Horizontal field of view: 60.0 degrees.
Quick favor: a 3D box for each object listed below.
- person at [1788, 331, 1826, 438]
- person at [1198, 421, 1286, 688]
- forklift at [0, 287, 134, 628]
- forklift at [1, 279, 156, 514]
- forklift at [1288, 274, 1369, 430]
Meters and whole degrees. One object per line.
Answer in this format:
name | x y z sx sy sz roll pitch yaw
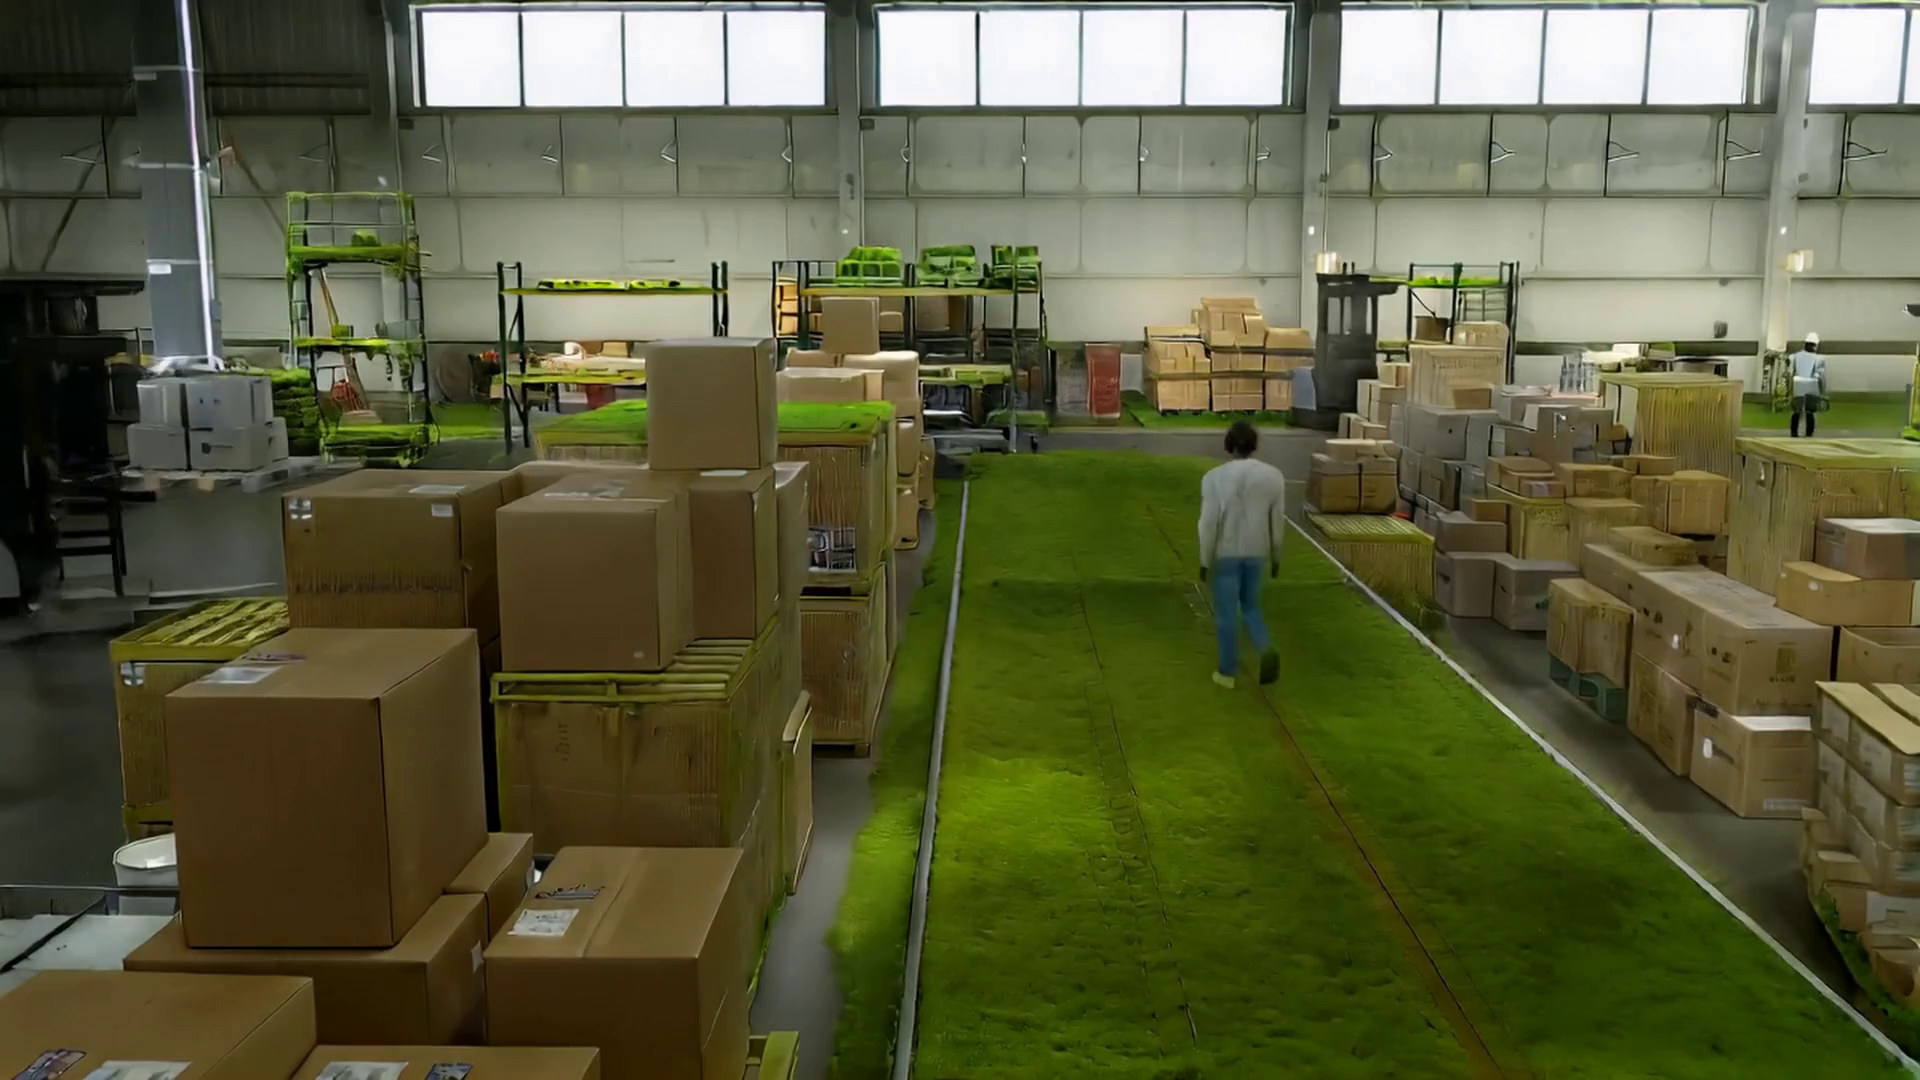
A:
person | 13.599 -2.379 26.708 0.373 1.934 0.551 -9 13 -42
person | 1.997 0.129 11.739 0.632 1.926 0.561 -3 10 -18
forklift | -7.992 -0.693 13.784 1.873 2.768 1.129 -4 10 -24
forklift | -11.104 -1.772 20.248 1.873 2.768 1.129 1 10 5
forklift | 6.970 -3.491 30.548 1.129 2.768 1.873 -3 10 -19
